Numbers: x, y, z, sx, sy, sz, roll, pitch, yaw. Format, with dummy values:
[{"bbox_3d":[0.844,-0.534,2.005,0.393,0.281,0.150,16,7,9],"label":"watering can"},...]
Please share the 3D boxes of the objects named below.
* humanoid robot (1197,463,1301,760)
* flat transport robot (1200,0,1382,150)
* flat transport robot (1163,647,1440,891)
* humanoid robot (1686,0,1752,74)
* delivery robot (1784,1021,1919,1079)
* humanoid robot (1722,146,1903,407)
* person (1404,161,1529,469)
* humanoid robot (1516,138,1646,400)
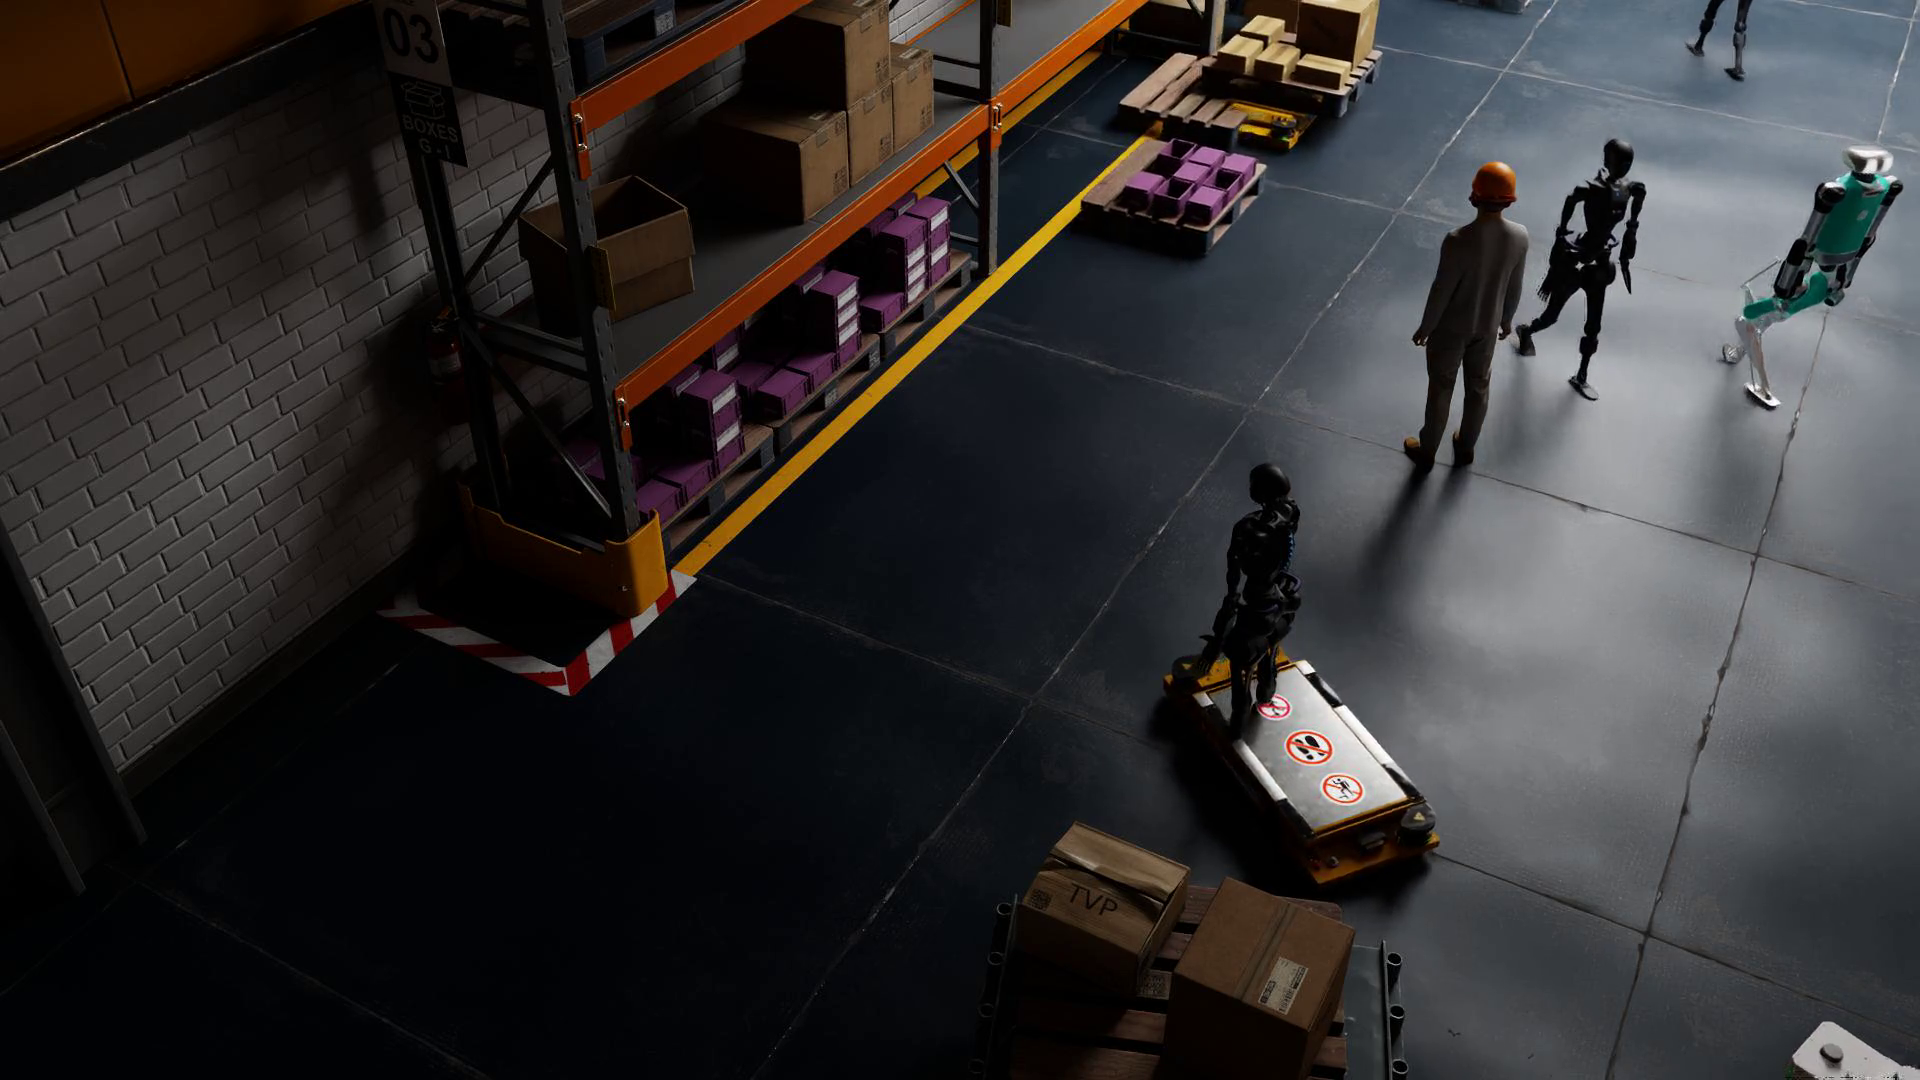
[{"bbox_3d":[1.350,0.350,7.645,0.315,1.655,0.599,29,47,31],"label":"humanoid robot"},{"bbox_3d":[2.682,-3.643,13.774,0.659,0.231,1.431,20,43,23],"label":"flat transport robot"},{"bbox_3d":[1.603,1.016,7.949,0.659,0.231,1.431,-15,41,-18],"label":"flat transport robot"},{"bbox_3d":[6.652,-4.838,14.180,0.606,1.627,0.782,-2,39,-2],"label":"humanoid robot"},{"bbox_3d":[3.461,2.187,6.264,0.499,0.604,0.801,-28,46,-30],"label":"delivery robot"},{"bbox_3d":[5.057,-1.634,10.165,0.546,1.876,0.818,-11,40,-13],"label":"humanoid robot"},{"bbox_3d":[2.893,-1.265,9.500,0.584,1.894,0.374,-7,39,-9],"label":"person"},{"bbox_3d":[3.868,-1.732,10.296,0.590,1.635,0.764,-9,39,-10],"label":"humanoid robot"}]
